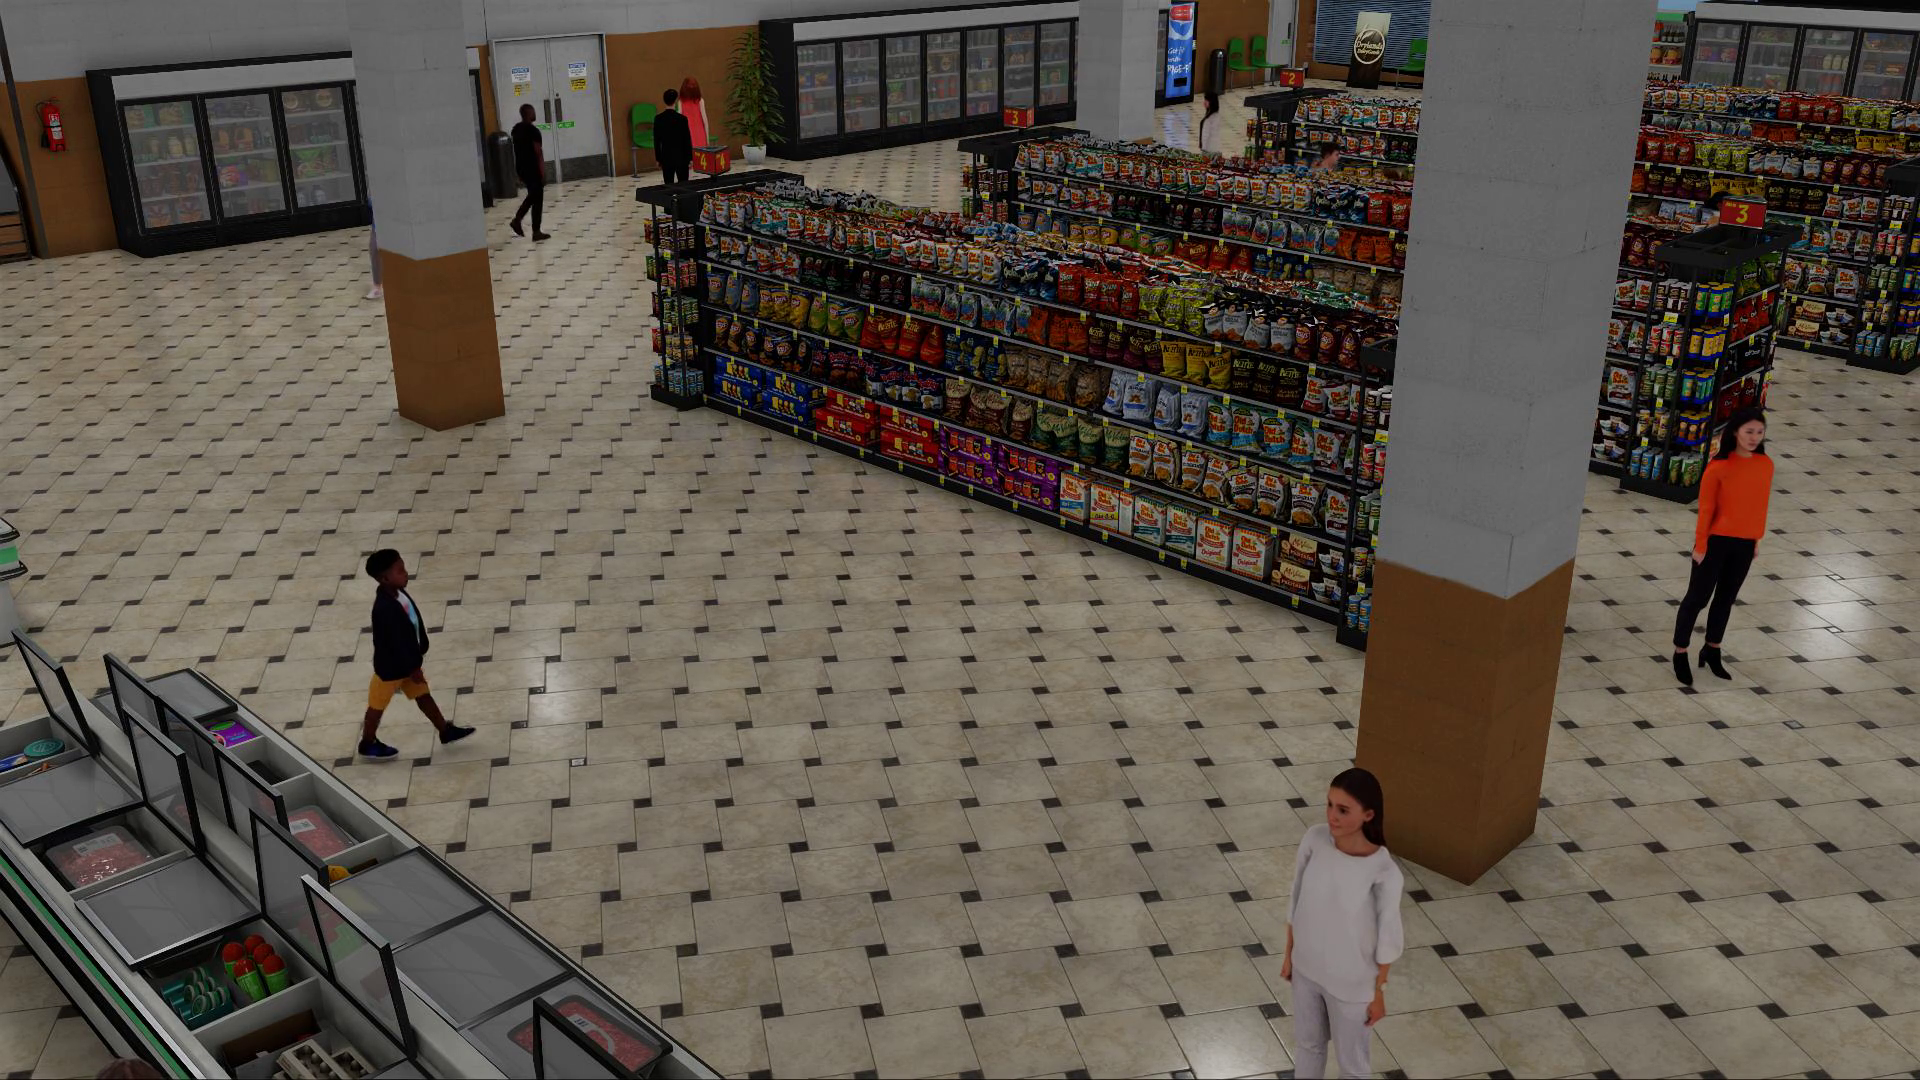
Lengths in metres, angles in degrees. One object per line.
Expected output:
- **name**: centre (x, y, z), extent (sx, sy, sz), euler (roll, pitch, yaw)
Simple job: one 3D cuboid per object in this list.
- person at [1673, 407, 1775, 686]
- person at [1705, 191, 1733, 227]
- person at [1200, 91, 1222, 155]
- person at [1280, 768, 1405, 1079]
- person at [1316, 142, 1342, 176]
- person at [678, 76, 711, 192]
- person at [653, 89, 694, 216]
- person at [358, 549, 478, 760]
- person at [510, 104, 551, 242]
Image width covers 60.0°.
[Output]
- **person**: centre (4.643, 0.028, 10.103), extent (0.708, 1.749, 0.718), euler (-6, 23, -14)
- **person**: centre (7.526, -2.628, 16.704), extent (0.669, 1.755, 0.710), euler (13, 25, 29)
- **person**: centre (3.817, -5.935, 25.100), extent (0.834, 1.631, 0.755), euler (-2, 22, -4)
- **person**: centre (1.426, 1.604, 6.263), extent (0.447, 1.687, 0.650), euler (20, 29, 40)
- **person**: centre (4.038, -3.624, 19.132), extent (1.285, 1.793, 0.917), euler (11, 24, 25)
- **person**: centre (-4.042, -6.107, 25.266), extent (0.647, 1.828, 0.732), euler (2, 22, 6)
- **person**: centre (-3.997, -5.338, 23.262), extent (0.773, 1.894, 0.849), euler (2, 22, 4)
- **person**: centre (-3.194, 0.666, 9.203), extent (0.902, 1.237, 0.879), euler (-2, 22, -5)
- **person**: centre (-5.826, -4.901, 22.288), extent (0.726, 1.811, 0.745), euler (19, 28, 38)
